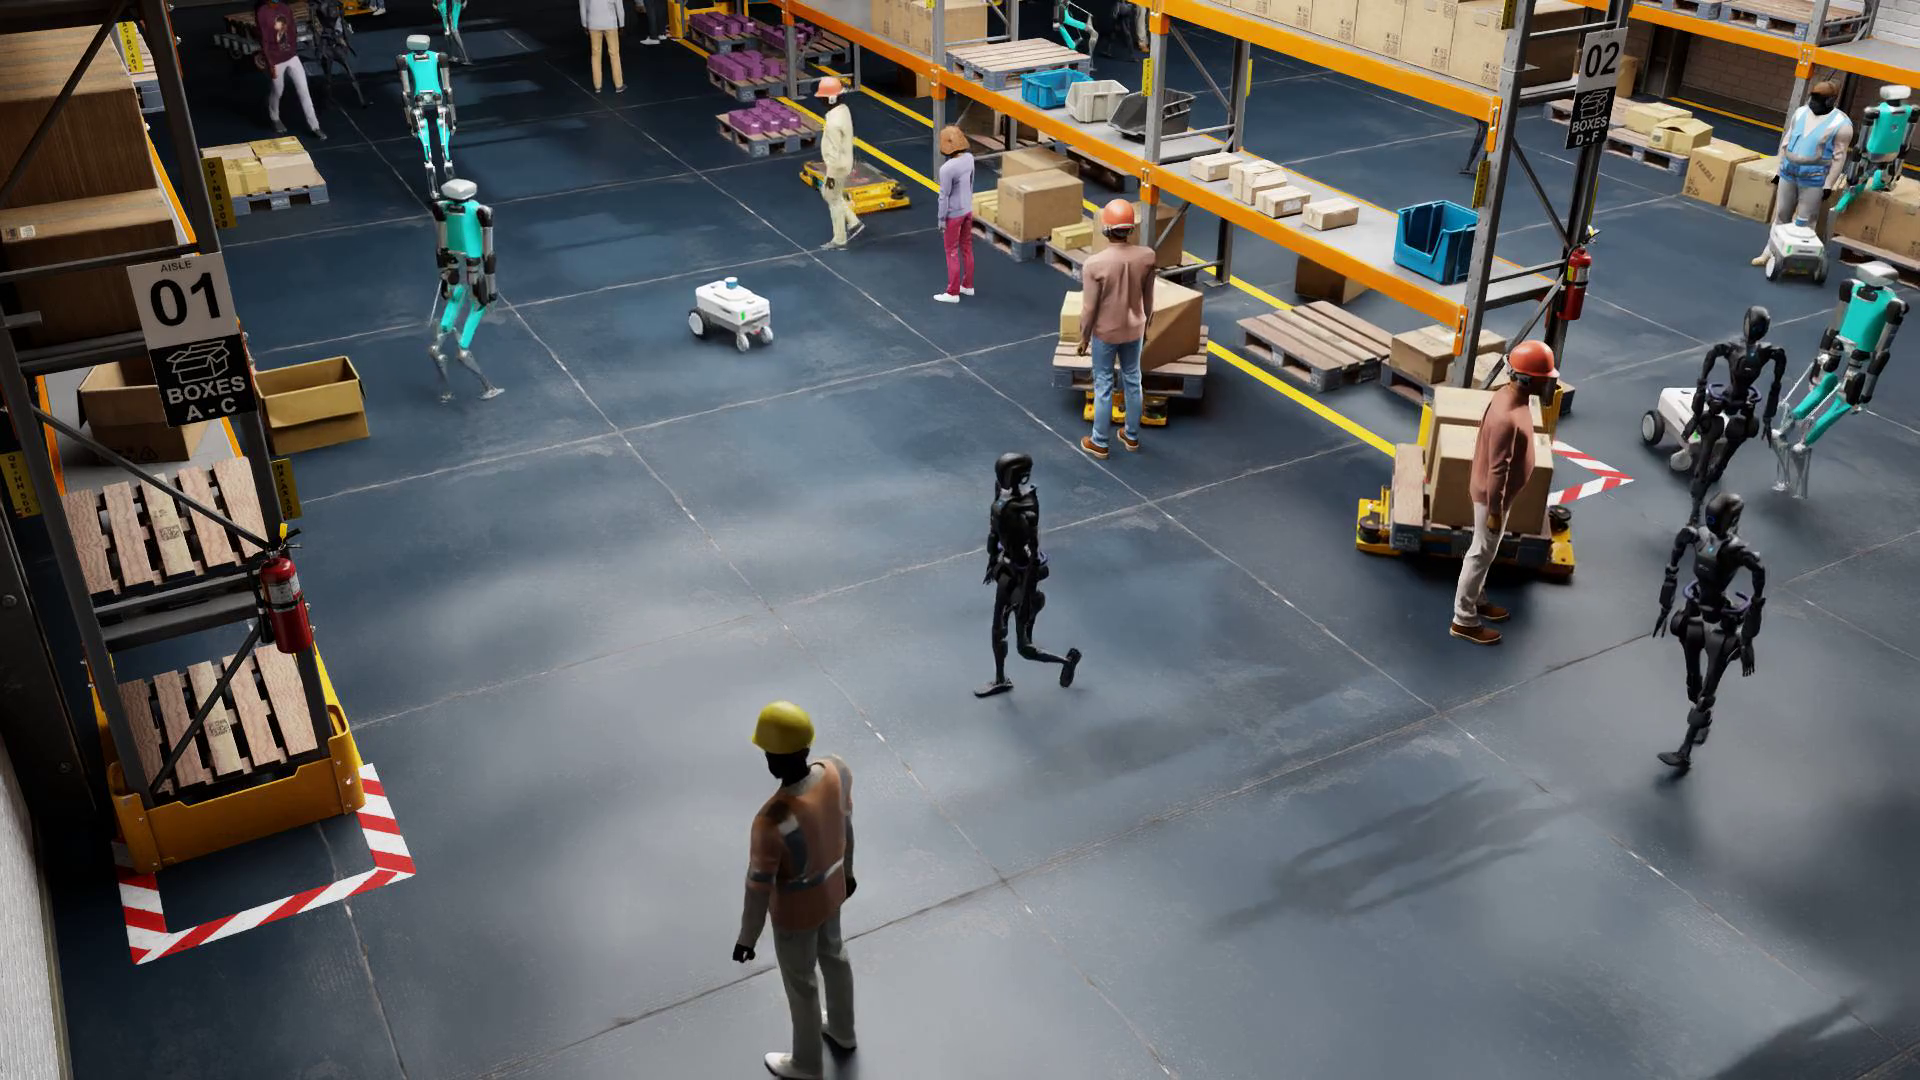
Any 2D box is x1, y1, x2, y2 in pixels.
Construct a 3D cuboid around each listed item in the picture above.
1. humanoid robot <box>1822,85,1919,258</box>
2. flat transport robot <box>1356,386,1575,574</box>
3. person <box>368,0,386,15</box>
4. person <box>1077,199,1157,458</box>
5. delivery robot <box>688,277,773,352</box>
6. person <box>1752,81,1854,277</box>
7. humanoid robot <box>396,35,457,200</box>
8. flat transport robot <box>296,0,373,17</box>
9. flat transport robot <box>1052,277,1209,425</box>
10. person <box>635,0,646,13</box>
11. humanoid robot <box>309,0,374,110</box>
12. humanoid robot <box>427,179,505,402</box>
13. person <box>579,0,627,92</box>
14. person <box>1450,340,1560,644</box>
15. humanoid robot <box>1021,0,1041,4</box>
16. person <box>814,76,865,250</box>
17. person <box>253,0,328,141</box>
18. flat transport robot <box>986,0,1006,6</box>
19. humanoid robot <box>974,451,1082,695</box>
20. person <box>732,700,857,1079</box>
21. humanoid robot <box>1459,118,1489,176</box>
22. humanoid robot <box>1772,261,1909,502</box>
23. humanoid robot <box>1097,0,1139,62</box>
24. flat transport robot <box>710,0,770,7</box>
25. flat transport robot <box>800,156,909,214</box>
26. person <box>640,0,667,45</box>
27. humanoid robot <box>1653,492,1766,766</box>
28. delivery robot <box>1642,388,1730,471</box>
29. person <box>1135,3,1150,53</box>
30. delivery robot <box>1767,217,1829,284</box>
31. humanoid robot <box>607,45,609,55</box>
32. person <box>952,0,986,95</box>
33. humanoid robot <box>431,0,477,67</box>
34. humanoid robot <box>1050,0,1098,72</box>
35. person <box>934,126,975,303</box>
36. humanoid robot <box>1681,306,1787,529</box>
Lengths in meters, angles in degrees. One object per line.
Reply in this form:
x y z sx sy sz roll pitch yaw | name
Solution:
8.777 -3.546 16.216 0.558 1.898 0.758 -1 30 -2 | humanoid robot
3.494 -0.072 11.536 1.431 0.231 0.659 7 31 12 | flat transport robot
-9.138 -8.932 25.586 0.500 1.632 0.280 25 38 36 | person
1.156 -1.566 12.405 0.610 1.995 0.383 -12 32 -19 | person
-2.004 -2.013 14.634 0.499 0.601 0.803 -26 39 -38 | delivery robot
8.022 -3.438 15.818 0.429 1.840 0.635 -16 33 -25 | person
-5.547 -4.381 17.427 0.533 1.677 0.735 -7 31 -12 | humanoid robot
-9.826 -8.425 26.075 0.659 0.231 1.431 -23 37 -34 | flat transport robot
1.415 -1.339 13.741 0.659 0.231 1.431 5 30 8 | flat transport robot
-4.923 -9.130 25.731 0.430 1.837 0.620 7 31 12 | person
-7.827 -6.178 20.784 0.757 1.628 0.593 15 33 25 | humanoid robot
-4.036 -1.920 13.294 0.530 1.779 0.795 10 31 17 | humanoid robot
-4.643 -6.733 21.648 0.571 1.746 0.348 -1 30 -2 | person
3.327 -0.297 10.209 0.402 1.986 0.610 12 32 19 | person
1.138 -9.355 26.267 0.315 1.657 0.599 -8 31 -14 | humanoid robot
-1.235 -3.695 16.361 0.386 1.735 0.577 3 30 5 | person
-8.092 -5.758 19.798 1.007 1.901 0.509 23 37 35 | person
0.795 -8.796 26.721 1.431 0.231 0.659 -20 36 -31 | flat transport robot
0.399 0.186 9.681 0.629 1.635 0.591 -13 32 -21 | humanoid robot
-0.696 1.522 7.106 0.395 1.917 0.638 17 34 27 | person
5.860 -4.825 18.404 0.452 1.645 0.587 14 33 23 | humanoid robot
6.143 -1.073 11.836 0.692 1.816 0.532 -10 31 -17 | humanoid robot
2.205 -7.453 22.994 0.668 1.634 0.609 8 31 14 | humanoid robot
-3.262 -8.685 26.528 1.431 0.231 0.659 -8 31 -13 | flat transport robot
-1.168 -3.891 18.184 0.659 0.231 1.431 -15 33 -25 | flat transport robot
-4.496 -8.086 23.913 0.354 1.837 0.507 8 31 13 | person
4.125 0.476 9.191 0.694 1.629 0.607 -22 36 -33 | humanoid robot
5.574 -0.878 12.671 0.523 0.614 0.786 -1 30 -2 | delivery robot
2.632 -7.858 23.474 0.596 1.879 0.436 -11 32 -19 | person
8.046 -2.818 16.018 0.499 0.585 0.772 6 30 10 | delivery robot
-4.952 -7.534 23.106 0.534 1.855 0.705 -7 31 -12 | humanoid robot
0.134 -6.633 21.338 0.406 1.895 0.658 -13 32 -22 | person
-7.021 -7.375 22.764 0.591 1.764 0.885 -2 30 -4 | humanoid robot
1.534 -6.982 22.134 1.029 1.761 0.541 7 31 11 | humanoid robot
-0.043 -2.976 15.226 0.288 1.629 0.498 19 35 29 | person
5.347 -0.844 11.495 0.589 1.635 0.726 4 30 7 | humanoid robot
